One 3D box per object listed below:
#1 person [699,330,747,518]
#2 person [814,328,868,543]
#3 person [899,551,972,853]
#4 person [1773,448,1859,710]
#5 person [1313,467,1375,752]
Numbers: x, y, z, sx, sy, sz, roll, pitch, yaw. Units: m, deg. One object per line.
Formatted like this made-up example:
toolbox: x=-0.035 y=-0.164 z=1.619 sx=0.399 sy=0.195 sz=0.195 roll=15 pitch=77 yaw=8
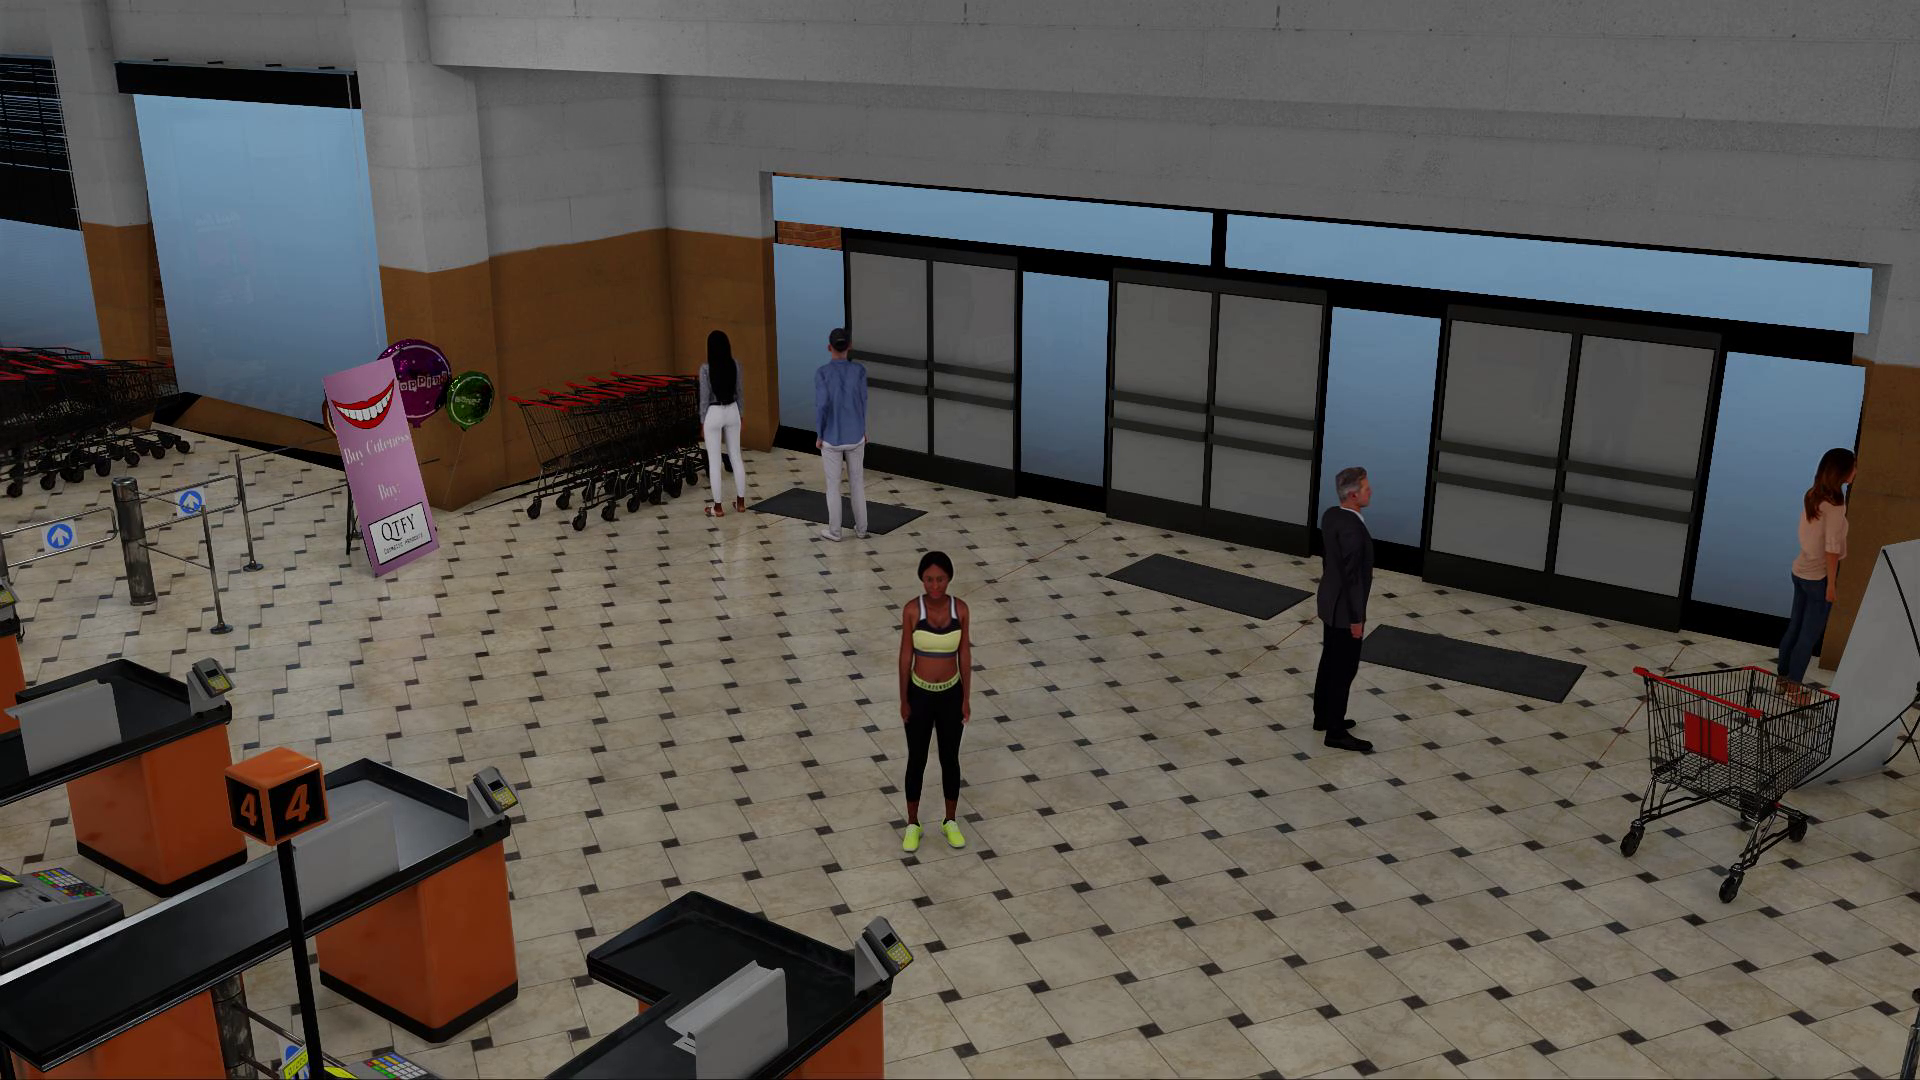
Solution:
person: x=-2.172 y=-1.075 z=15.185 sx=0.589 sy=1.725 sz=0.721 roll=-11 pitch=22 yaw=-31
person: x=-1.024 y=-0.914 z=14.452 sx=0.698 sy=1.888 sz=0.803 roll=-8 pitch=20 yaw=-21
person: x=-0.144 y=0.889 z=9.313 sx=0.639 sy=1.755 sz=0.693 roll=-2 pitch=19 yaw=-7
person: x=5.741 y=0.242 z=11.174 sx=0.734 sy=1.791 sz=0.621 roll=2 pitch=19 yaw=5
person: x=2.452 y=0.411 z=10.594 sx=0.860 sy=1.842 sz=0.773 roll=-1 pitch=19 yaw=-3
